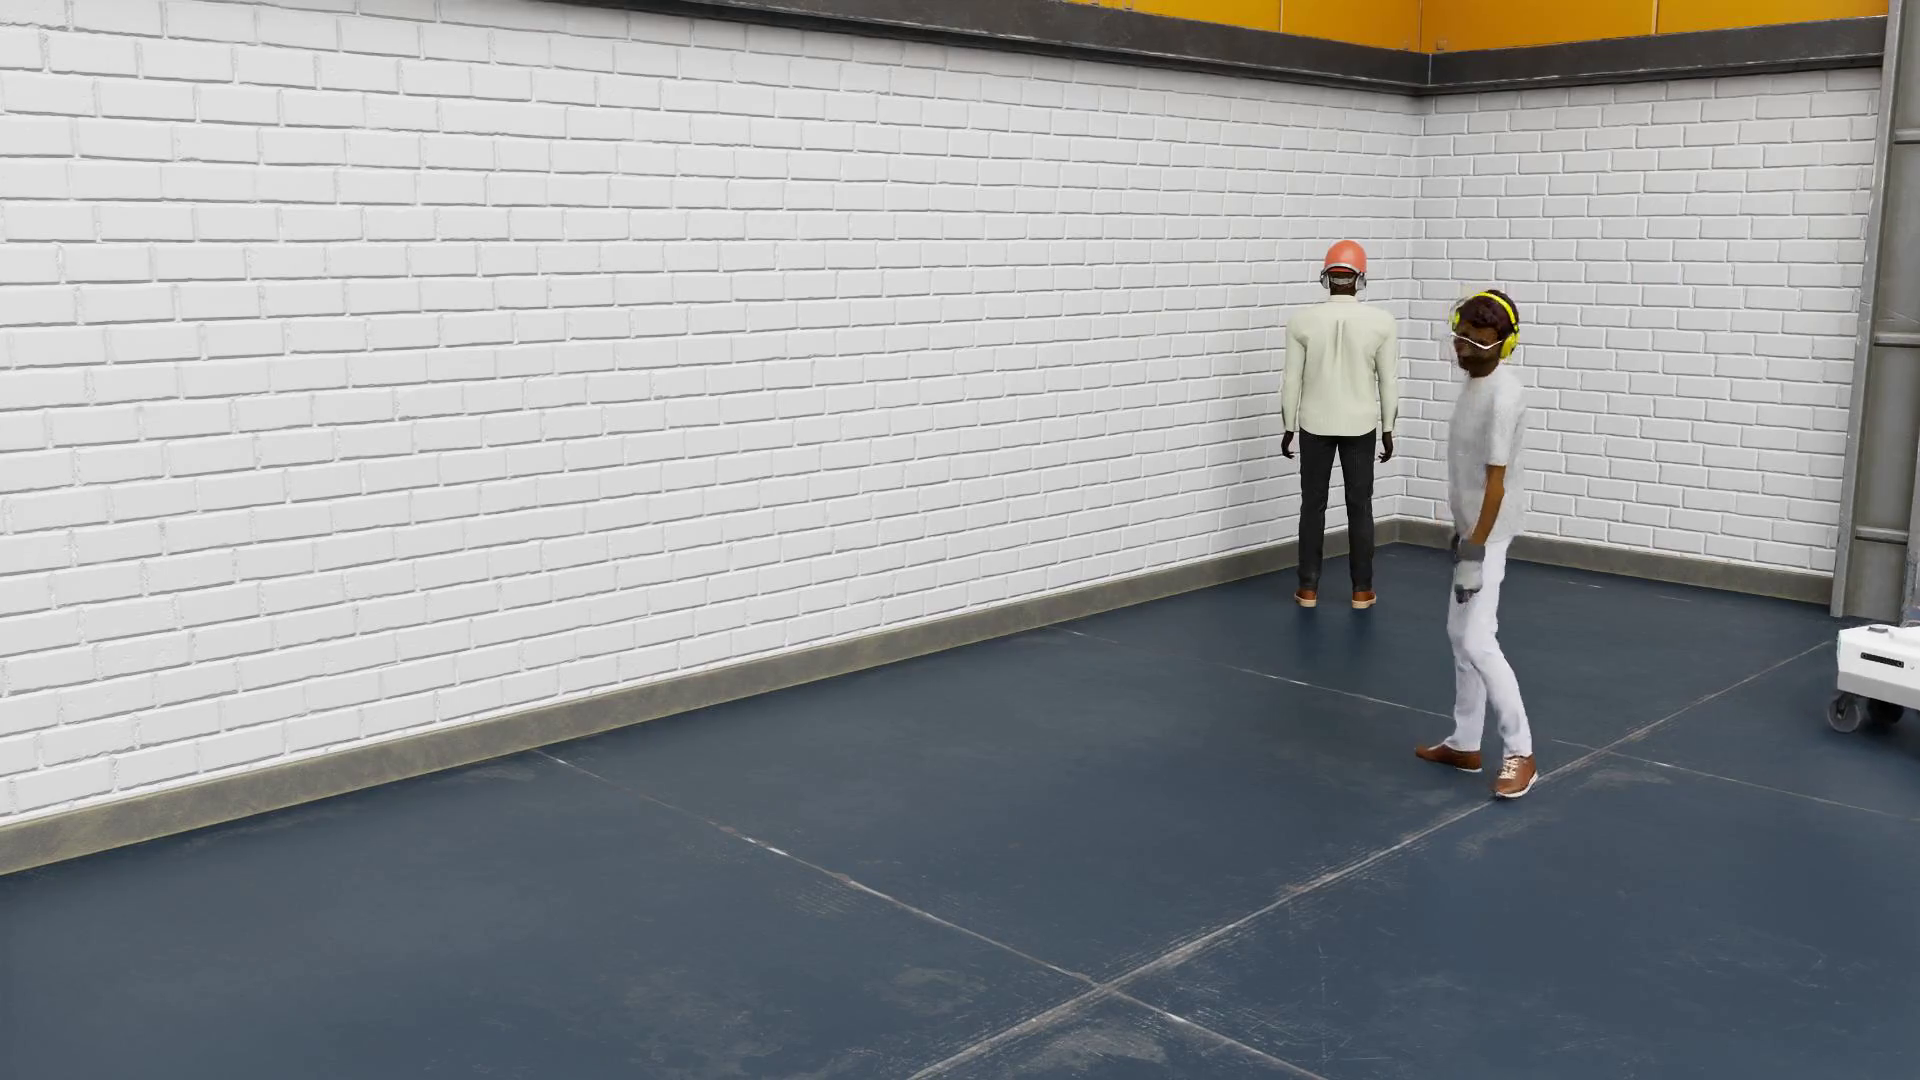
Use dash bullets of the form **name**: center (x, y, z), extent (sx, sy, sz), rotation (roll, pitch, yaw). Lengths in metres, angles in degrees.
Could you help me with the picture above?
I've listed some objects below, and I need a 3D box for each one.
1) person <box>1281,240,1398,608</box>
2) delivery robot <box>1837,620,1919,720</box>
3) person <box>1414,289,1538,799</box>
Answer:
- **person**: center (2.060, -0.622, 9.061), extent (0.623, 1.992, 0.397), rotation (2, 11, 12)
- **delivery robot**: center (3.856, 0.510, 6.563), extent (0.477, 0.478, 0.707), rotation (-5, 12, -27)
- **person**: center (1.931, 0.009, 6.088), extent (0.386, 1.835, 0.651), rotation (1, 10, 7)
